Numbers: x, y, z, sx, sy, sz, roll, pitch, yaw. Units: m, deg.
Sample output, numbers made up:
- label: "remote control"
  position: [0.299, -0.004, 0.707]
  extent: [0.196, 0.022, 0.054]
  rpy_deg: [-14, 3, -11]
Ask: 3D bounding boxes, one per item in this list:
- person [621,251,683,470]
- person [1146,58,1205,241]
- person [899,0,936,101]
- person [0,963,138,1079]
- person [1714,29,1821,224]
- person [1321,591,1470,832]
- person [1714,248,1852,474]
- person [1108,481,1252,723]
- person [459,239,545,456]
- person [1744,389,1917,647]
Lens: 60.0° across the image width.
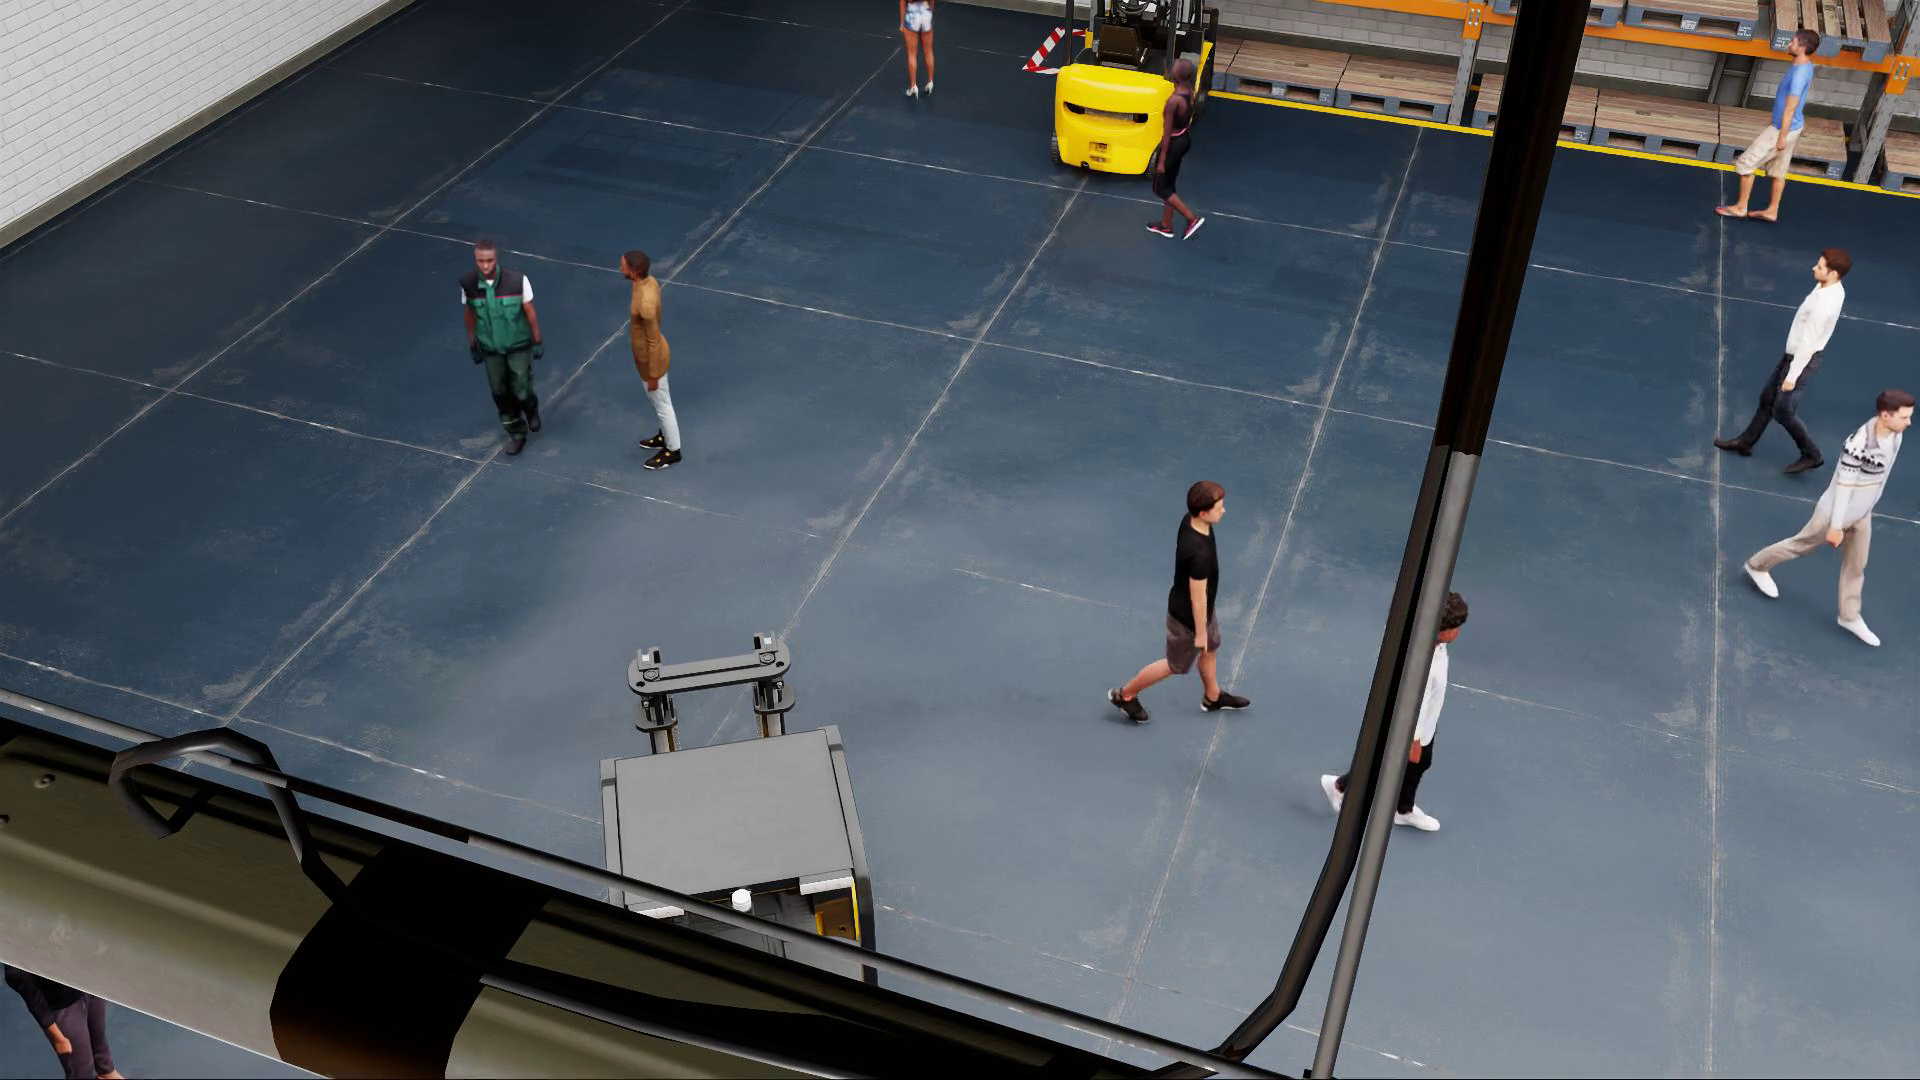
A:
- label: "person"
  position: [-2.293, -1.366, 12.428]
  extent: [0.733, 1.815, 0.717]
  rpy_deg: [-9, 39, -11]
- label: "person"
  position: [2.028, -3.514, 15.176]
  extent: [0.909, 1.743, 0.710]
  rpy_deg: [22, 44, 25]
- label: "person"
  position: [-0.455, -5.531, 17.800]
  extent: [0.680, 1.620, 0.740]
  rpy_deg: [-16, 41, -20]
- label: "person"
  position: [-4.303, 2.248, 8.018]
  extent: [0.673, 1.670, 0.679]
  rpy_deg: [-2, 39, -3]
- label: "person"
  position: [7.731, -3.799, 15.449]
  extent: [0.868, 1.847, 0.753]
  rpy_deg: [24, 45, 27]
- label: "person"
  position: [2.512, 0.991, 9.495]
  extent: [0.935, 1.792, 0.631]
  rpy_deg: [14, 41, 16]
- label: "person"
  position: [6.280, -1.281, 12.293]
  extent: [1.064, 1.851, 0.796]
  rpy_deg: [19, 43, 23]
- label: "person"
  position: [1.342, 0.410, 10.187]
  extent: [1.227, 1.837, 0.879]
  rpy_deg: [4, 39, 5]
- label: "person"
  position: [-3.423, -1.511, 12.602]
  extent: [0.823, 1.825, 0.898]
  rpy_deg: [1, 39, 1]
- label: "person"
  position: [5.782, -0.249, 11.032]
  extent: [1.168, 1.812, 1.315]
  rpy_deg: [-23, 44, -26]
